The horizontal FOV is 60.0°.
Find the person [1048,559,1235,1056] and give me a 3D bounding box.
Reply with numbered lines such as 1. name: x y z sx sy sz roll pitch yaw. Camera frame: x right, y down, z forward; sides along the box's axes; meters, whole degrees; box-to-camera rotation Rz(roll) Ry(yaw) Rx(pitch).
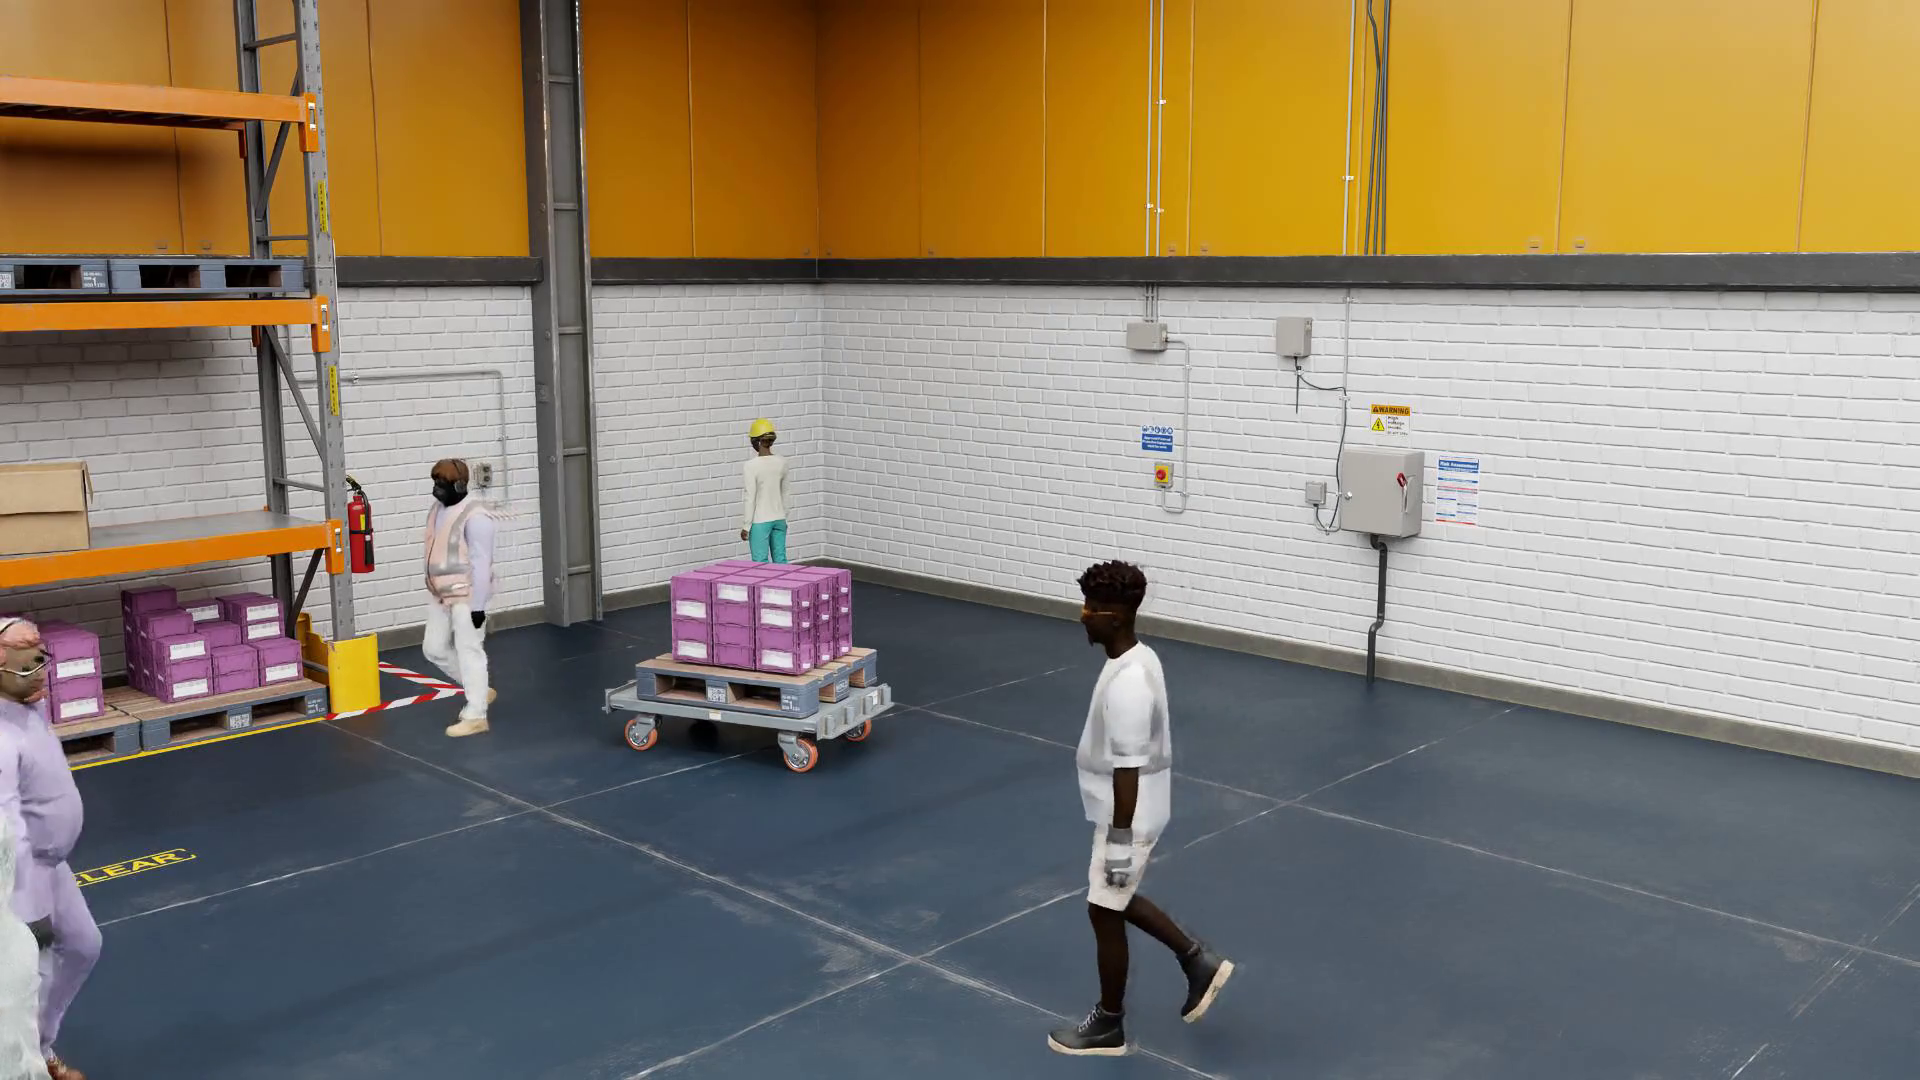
1. person: 0.700 1.036 6.367 0.634 1.948 0.617 1 9 6

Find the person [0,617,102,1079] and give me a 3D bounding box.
1. person: -3.247 1.167 5.791 0.437 1.868 0.711 -4 10 -24

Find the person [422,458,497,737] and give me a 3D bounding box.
1. person: -3.253 0.370 10.811 0.438 1.824 0.653 -9 13 -44

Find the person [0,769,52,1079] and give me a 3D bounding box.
1. person: -3.080 1.338 5.157 0.526 1.723 0.517 -9 13 -44

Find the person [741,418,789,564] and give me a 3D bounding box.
1. person: -1.674 -0.155 14.219 0.324 1.767 0.533 7 12 38
